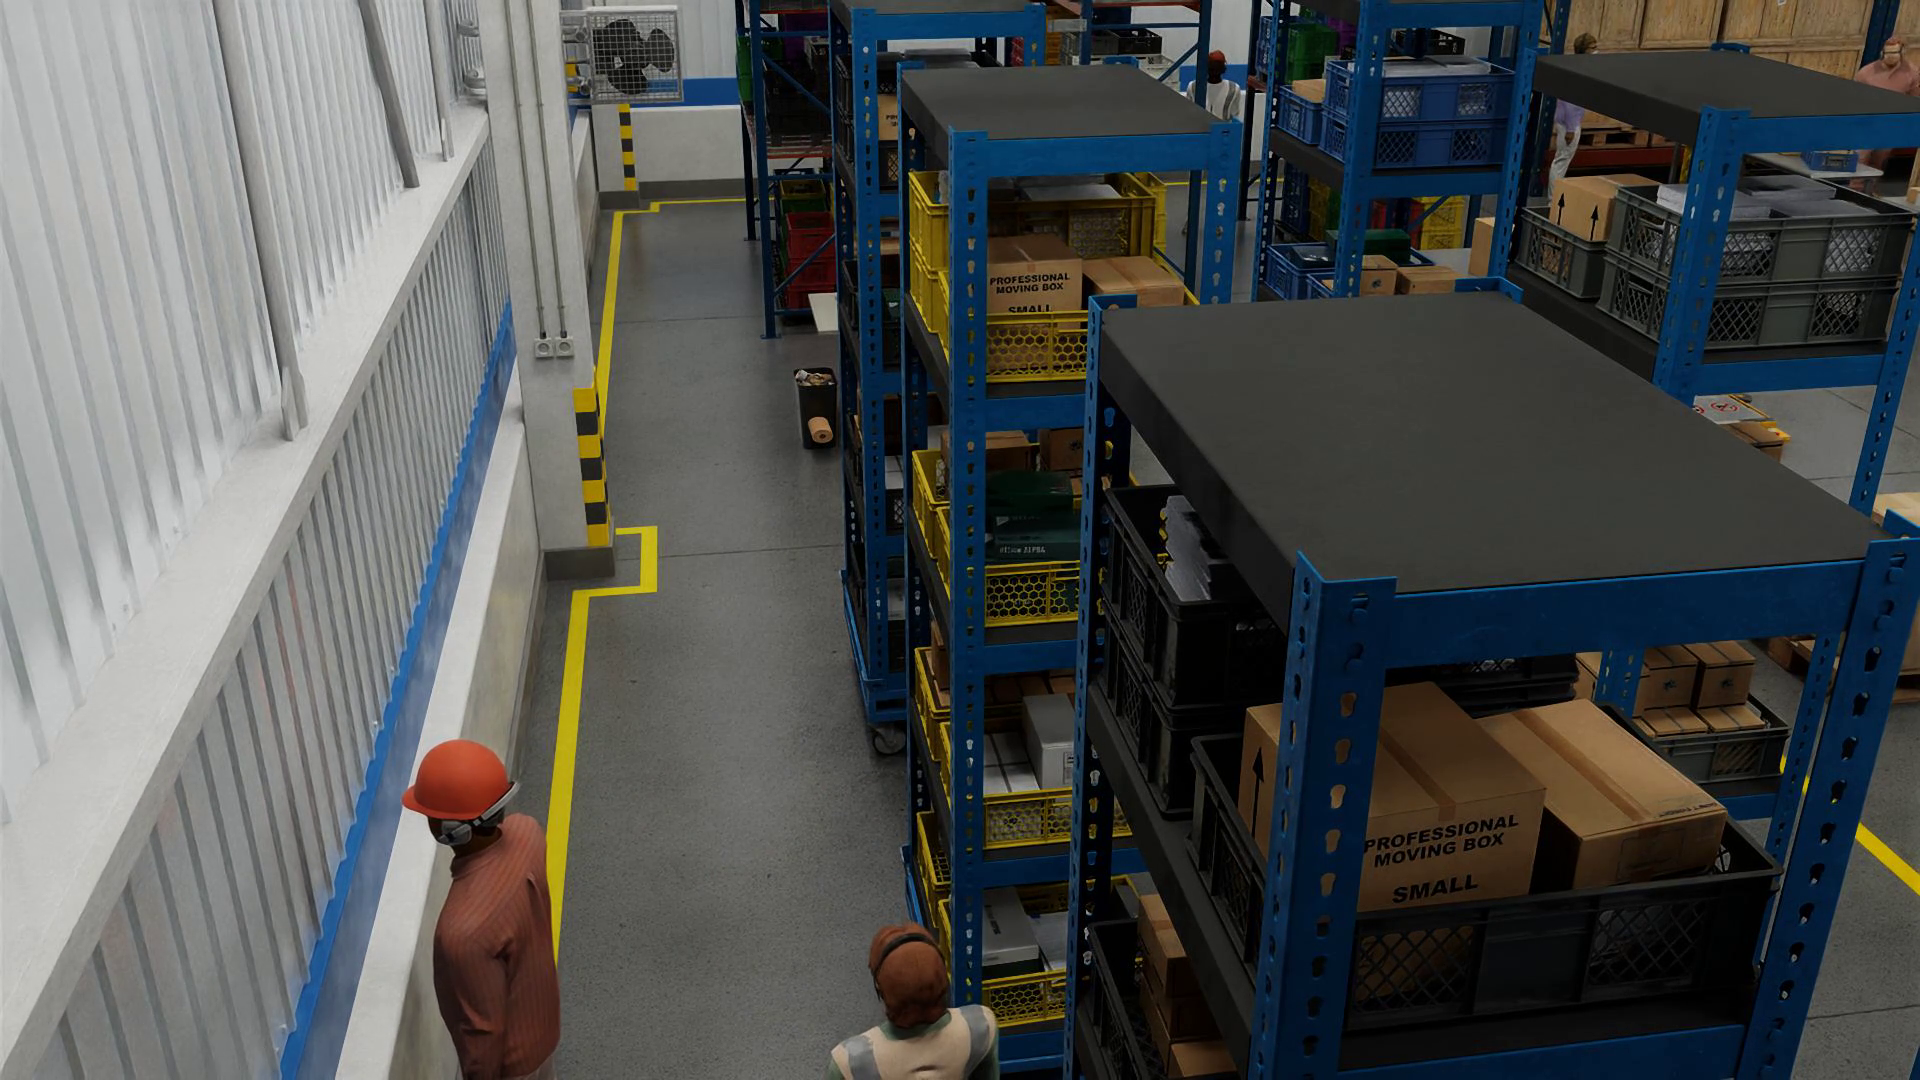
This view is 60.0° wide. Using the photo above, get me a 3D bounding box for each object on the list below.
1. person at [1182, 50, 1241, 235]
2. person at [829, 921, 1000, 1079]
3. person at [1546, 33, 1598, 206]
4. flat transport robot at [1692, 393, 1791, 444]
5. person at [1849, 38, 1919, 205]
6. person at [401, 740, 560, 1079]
[{"bbox_3d":[2.599,-4.132,17.331,0.572,1.885,0.356,4,25,9],"label":"person"},{"bbox_3d":[-0.123,1.803,4.721,0.523,1.636,0.310,-11,27,-22],"label":"person"},{"bbox_3d":[6.661,-4.523,18.118,0.369,1.939,0.631,10,26,20],"label":"person"},{"bbox_3d":[5.224,-0.859,12.132,1.431,0.197,0.652,-4,25,-8],"label":"flat transport robot"},{"bbox_3d":[10.177,-4.634,18.455,0.663,1.870,0.701,7,26,15],"label":"person"},{"bbox_3d":[-1.379,1.475,5.011,0.381,1.993,0.622,1,25,2],"label":"person"}]
